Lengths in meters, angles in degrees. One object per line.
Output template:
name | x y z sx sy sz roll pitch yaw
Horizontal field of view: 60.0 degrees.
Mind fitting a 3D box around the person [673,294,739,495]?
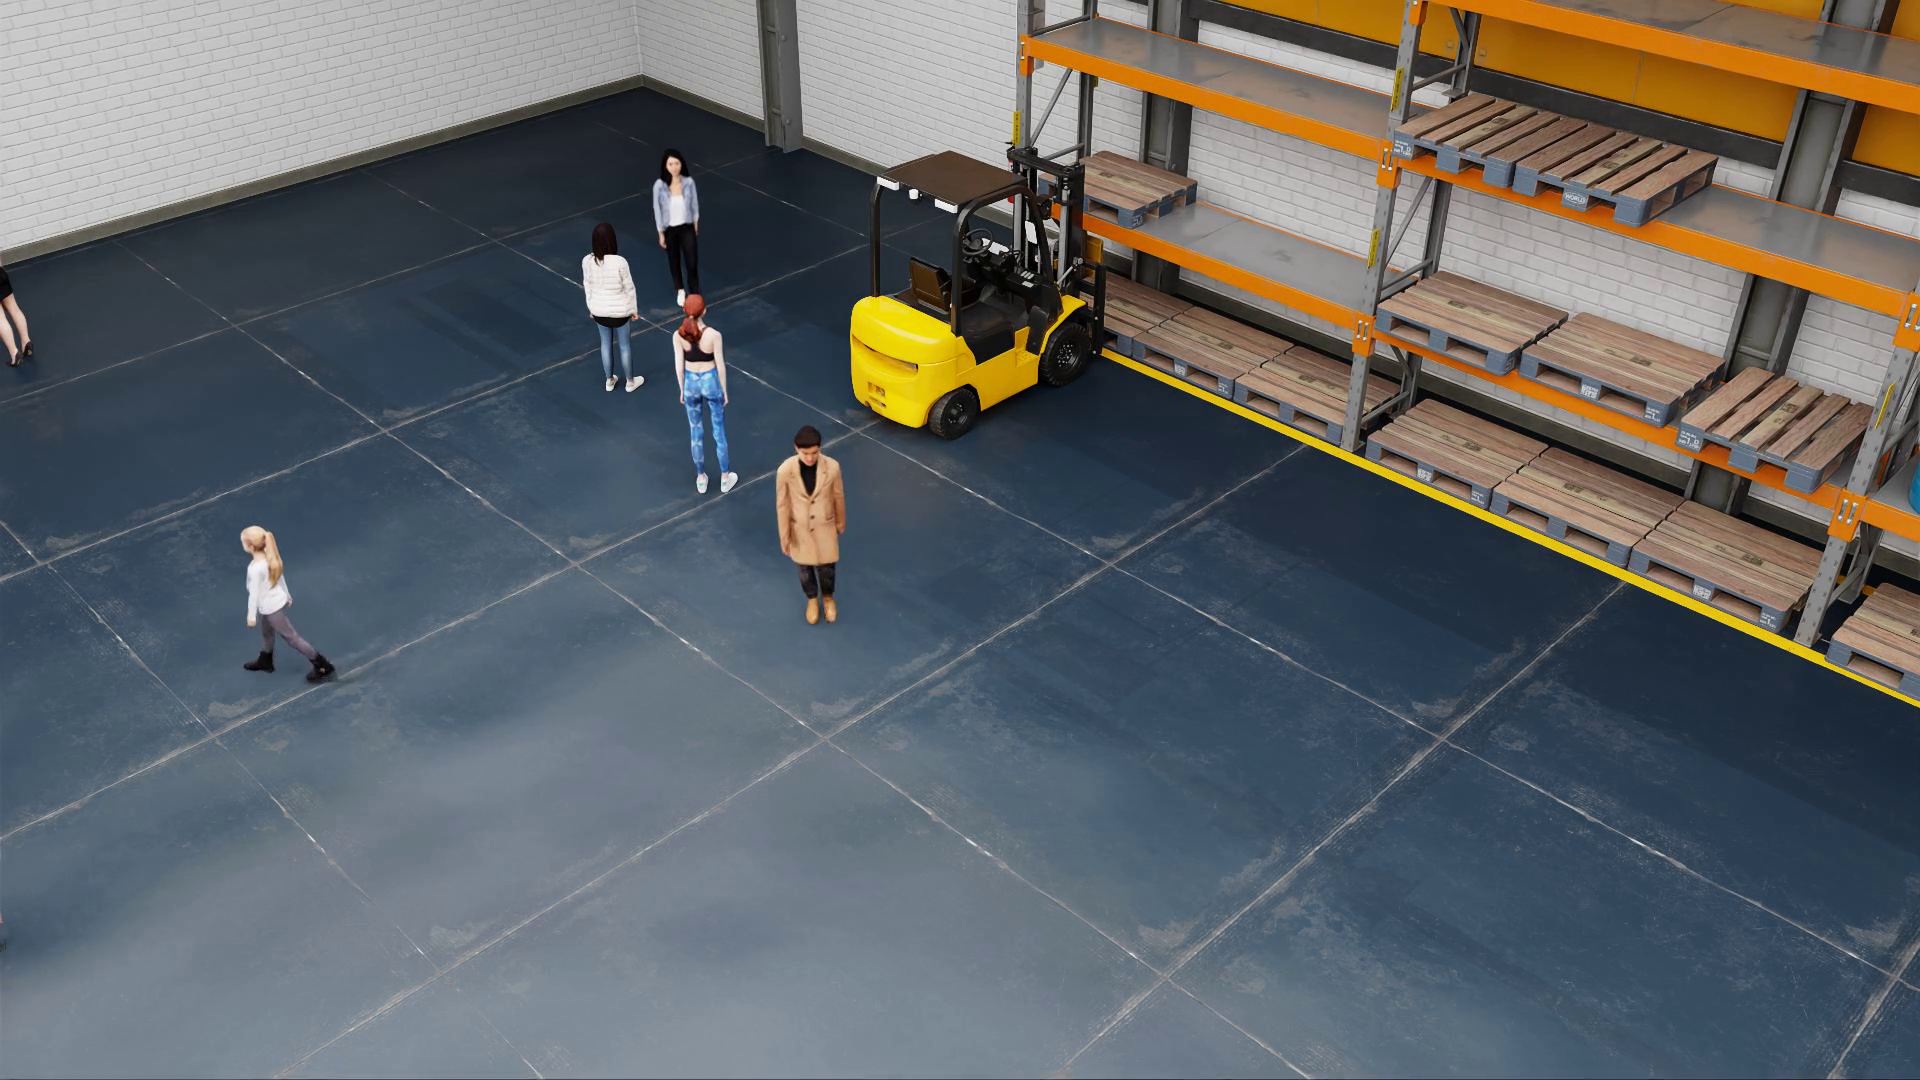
person | -2.109 -1.199 13.670 0.676 1.784 0.738 1 34 1

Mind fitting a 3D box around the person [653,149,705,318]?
person | -2.837 -3.117 16.647 0.869 1.682 1.015 -8 34 -12

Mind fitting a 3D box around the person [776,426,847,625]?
person | -1.103 -0.171 12.195 0.800 1.705 0.856 -2 34 -3

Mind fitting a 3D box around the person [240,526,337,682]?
person | -4.741 0.473 11.634 0.907 1.253 0.880 -2 34 -3

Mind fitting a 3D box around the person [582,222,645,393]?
person | -3.182 -2.125 15.195 0.681 1.637 0.768 4 34 6

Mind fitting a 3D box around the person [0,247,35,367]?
person | -9.097 -2.448 15.625 0.698 1.700 0.676 6 34 9
